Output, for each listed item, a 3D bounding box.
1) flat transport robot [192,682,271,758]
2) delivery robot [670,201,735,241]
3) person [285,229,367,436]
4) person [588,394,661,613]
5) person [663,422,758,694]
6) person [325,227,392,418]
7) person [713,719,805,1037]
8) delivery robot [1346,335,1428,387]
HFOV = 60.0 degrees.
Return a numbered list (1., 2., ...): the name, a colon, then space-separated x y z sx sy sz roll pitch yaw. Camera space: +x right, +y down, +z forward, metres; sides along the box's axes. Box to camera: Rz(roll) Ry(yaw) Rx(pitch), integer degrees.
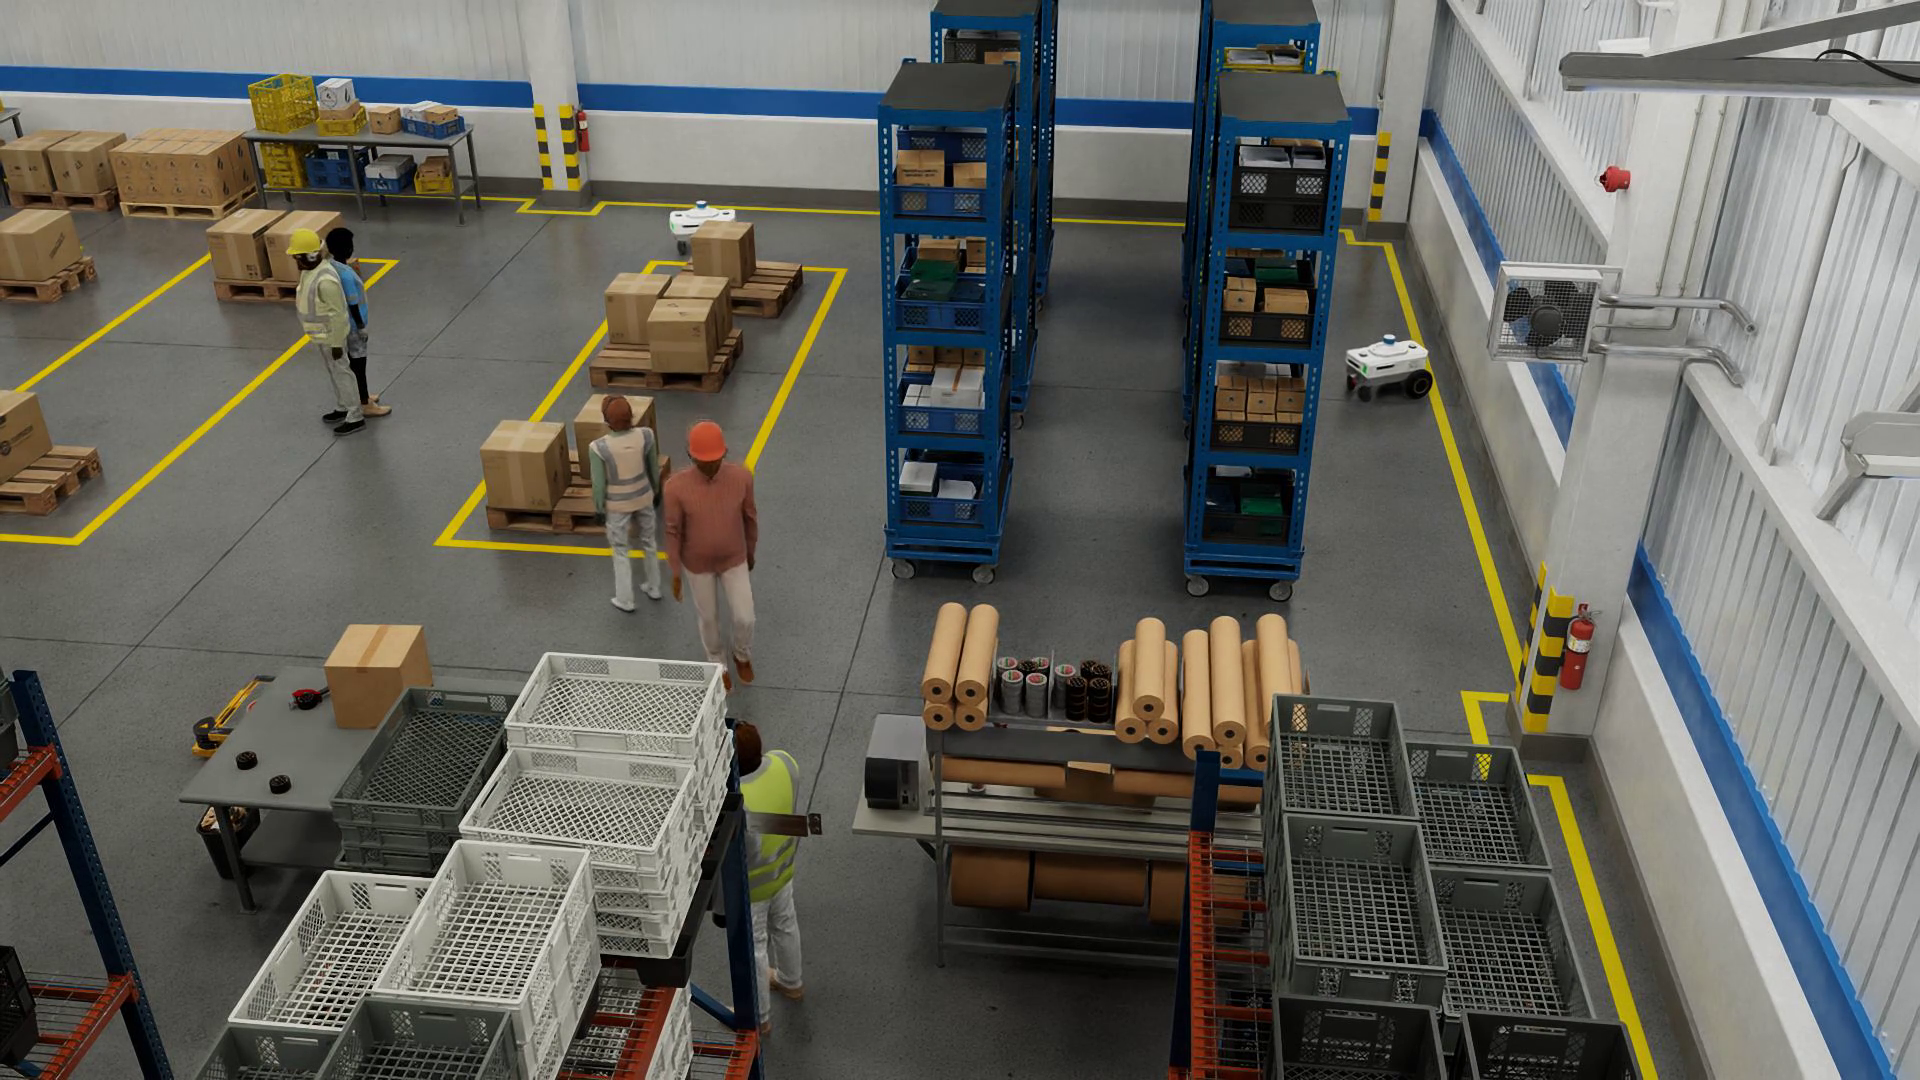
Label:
1. flat transport robot: -4.089 1.163 10.648 1.431 0.197 0.652 3 30 6
2. delivery robot: -2.823 -3.474 18.243 0.707 0.478 0.477 -3 30 -6
3. person: -5.397 -1.778 14.162 0.404 1.827 0.600 -18 35 -28
4. person: -2.350 -0.260 11.758 0.528 1.624 0.338 -20 36 -30
5. person: -1.582 0.139 10.724 0.622 1.977 0.448 -8 31 -14
6. person: -5.299 -1.887 14.507 0.321 1.668 0.529 -19 35 -29
7. person: -1.033 1.658 8.260 0.430 1.836 0.627 16 34 26
8. delivery robot: 3.858 -1.618 15.055 0.707 0.478 0.477 -11 32 -18
